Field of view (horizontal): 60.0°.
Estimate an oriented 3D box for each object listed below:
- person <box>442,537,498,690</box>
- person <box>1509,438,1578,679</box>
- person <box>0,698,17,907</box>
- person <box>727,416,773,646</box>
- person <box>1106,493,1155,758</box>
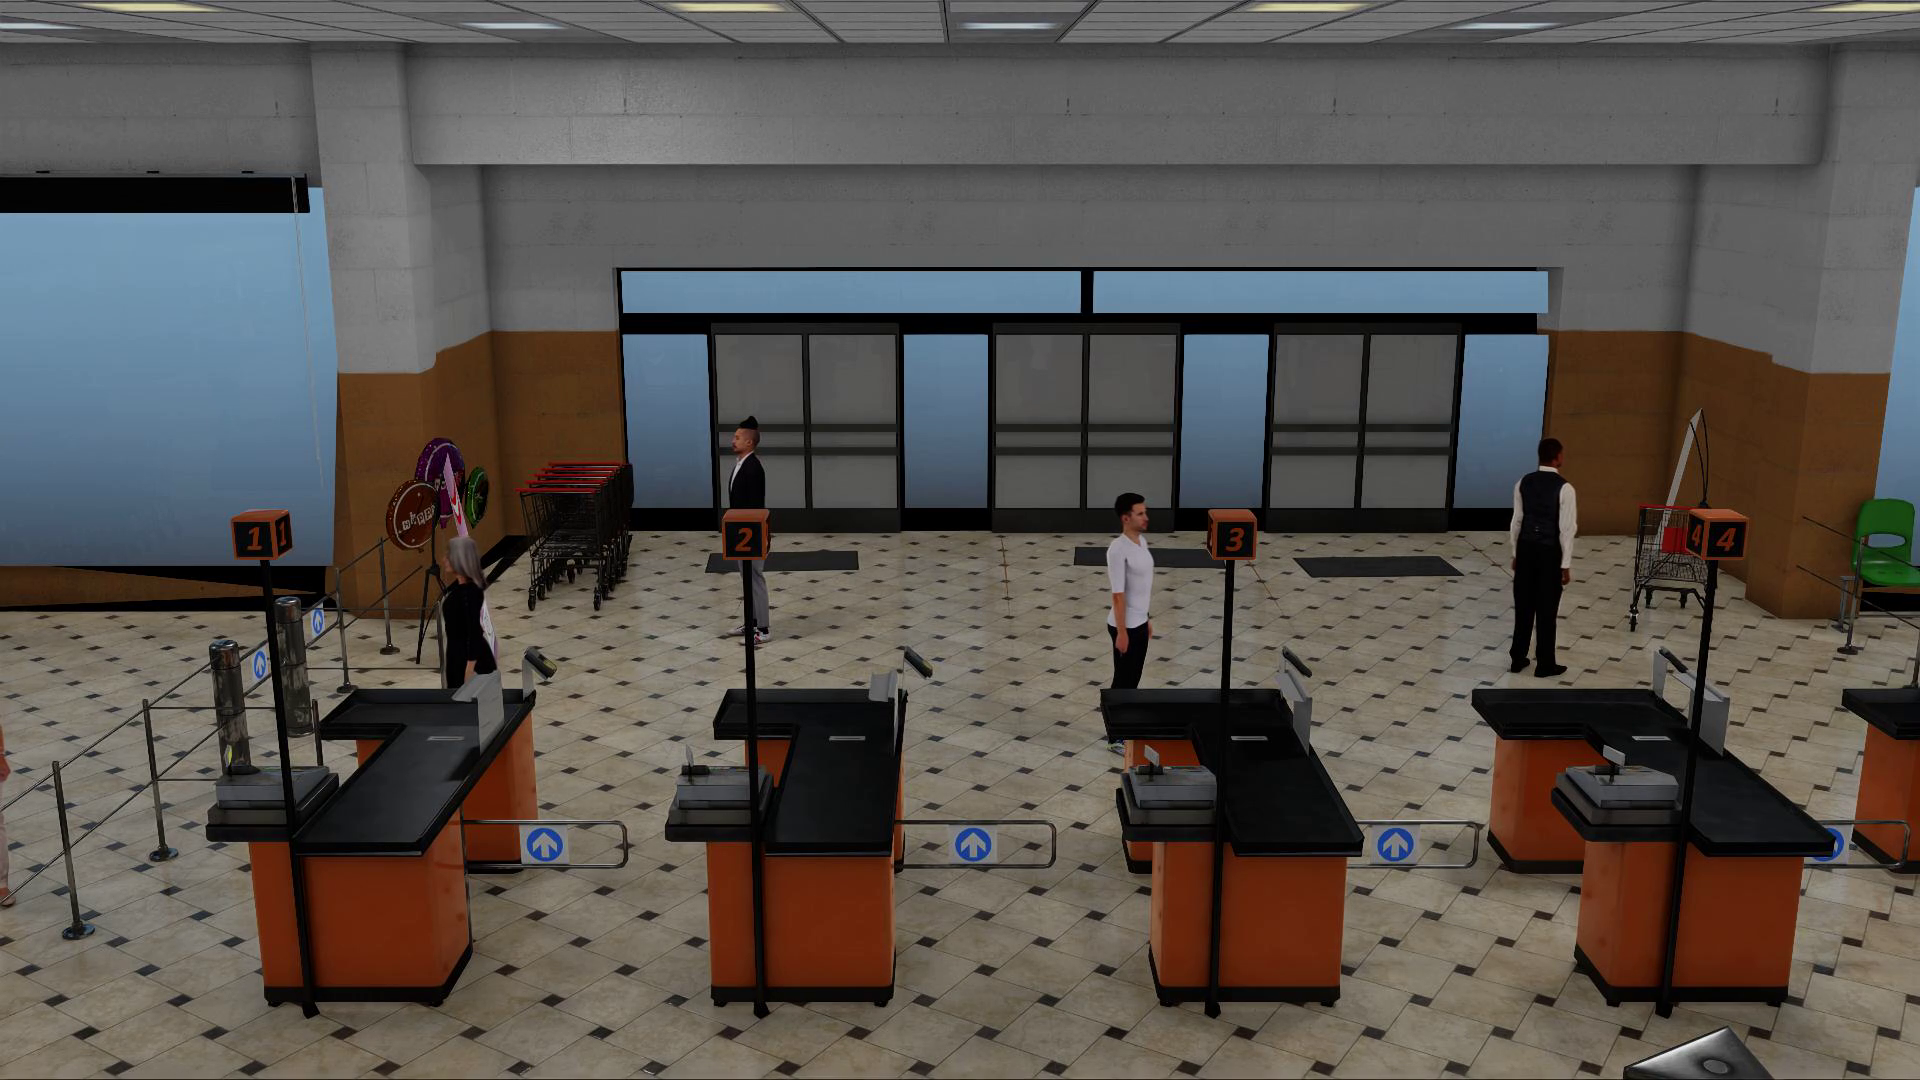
[{"bbox_3d":[-3.197,0.824,10.842,0.737,1.746,0.620,-5,15,-21],"label":"person"},{"bbox_3d":[4.650,0.131,13.331,0.833,1.918,0.761,-12,18,-41],"label":"person"},{"bbox_3d":[-5.526,1.225,9.232,0.683,1.724,0.700,-9,16,-33],"label":"person"},{"bbox_3d":[-1.790,-0.091,14.180,0.853,1.950,0.689,-6,15,-23],"label":"person"},{"bbox_3d":[1.182,0.574,11.647,0.814,1.851,0.680,7,15,27],"label":"person"}]
